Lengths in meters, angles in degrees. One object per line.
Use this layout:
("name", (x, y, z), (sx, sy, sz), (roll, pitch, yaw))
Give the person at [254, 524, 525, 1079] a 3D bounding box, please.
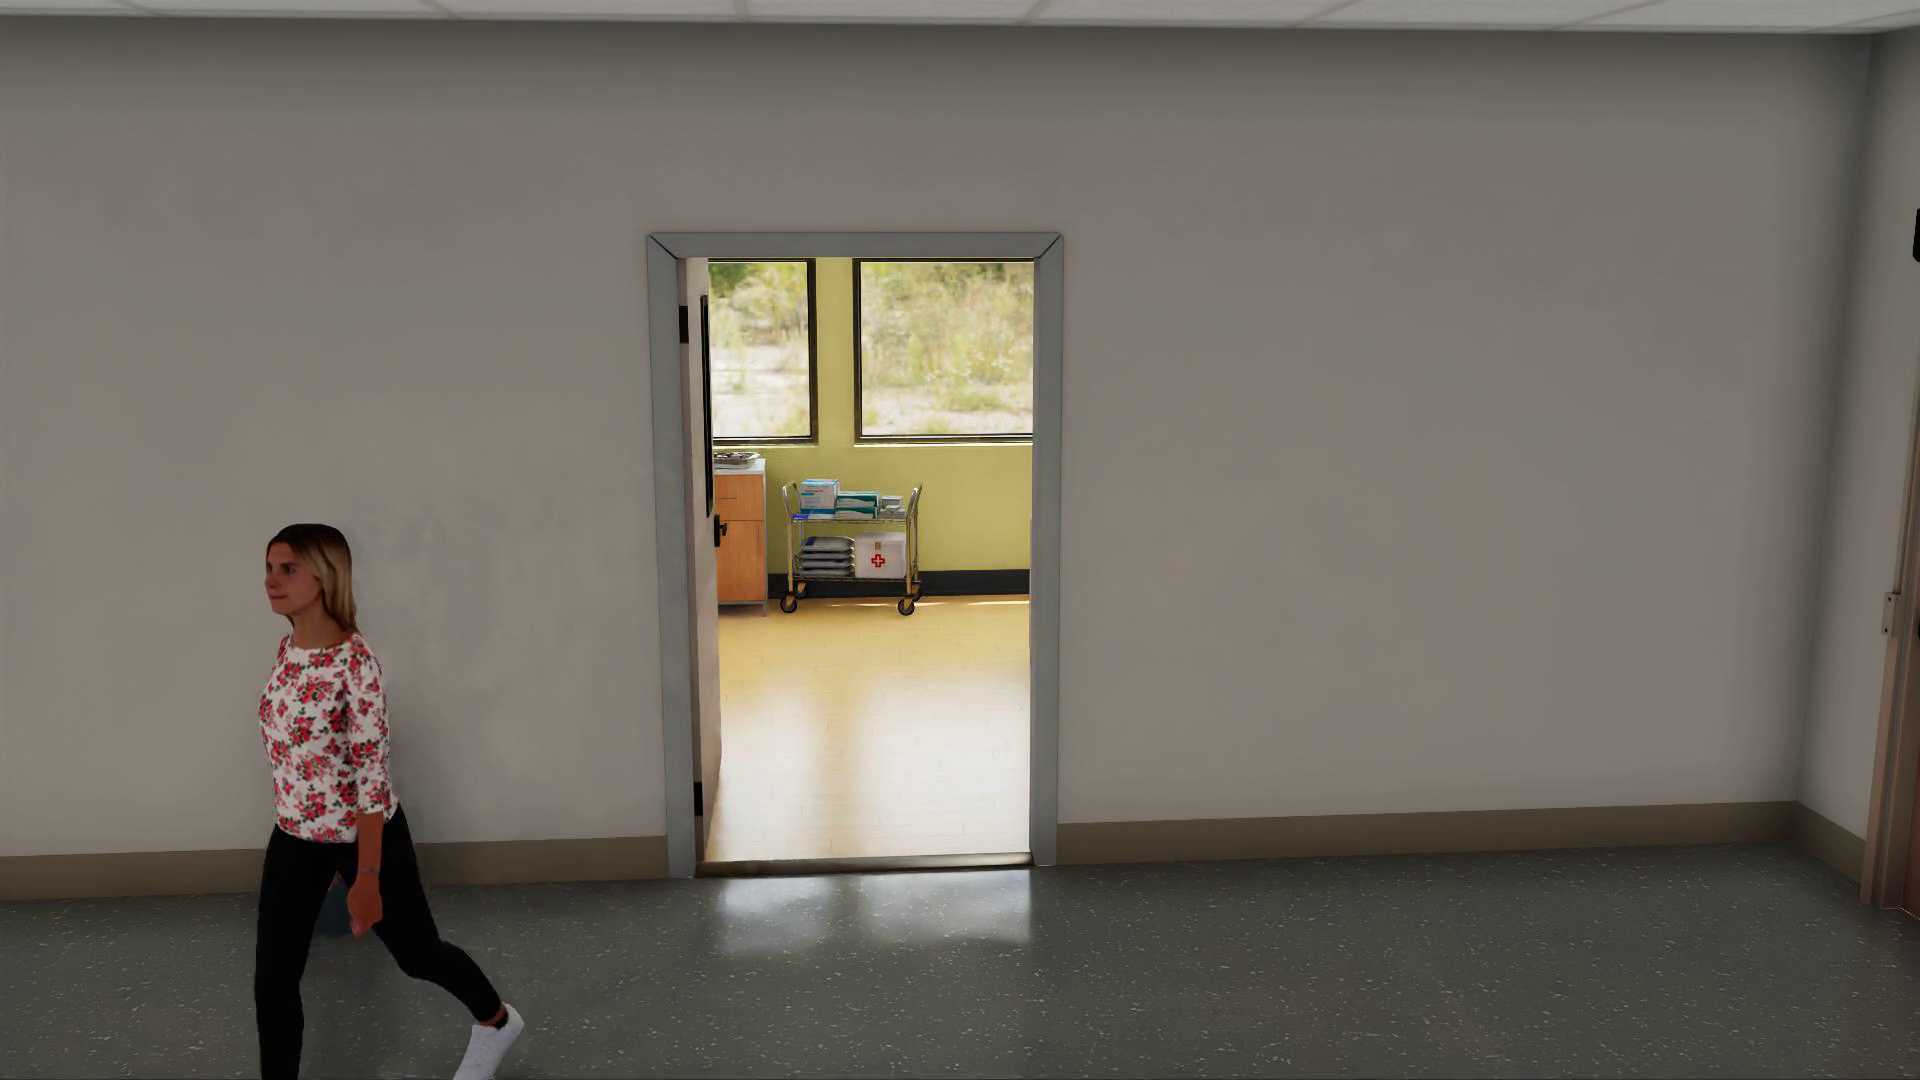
("person", (-1.481, 0.759, 4.225), (1.119, 1.594, 1.090), (7, 13, 32))
